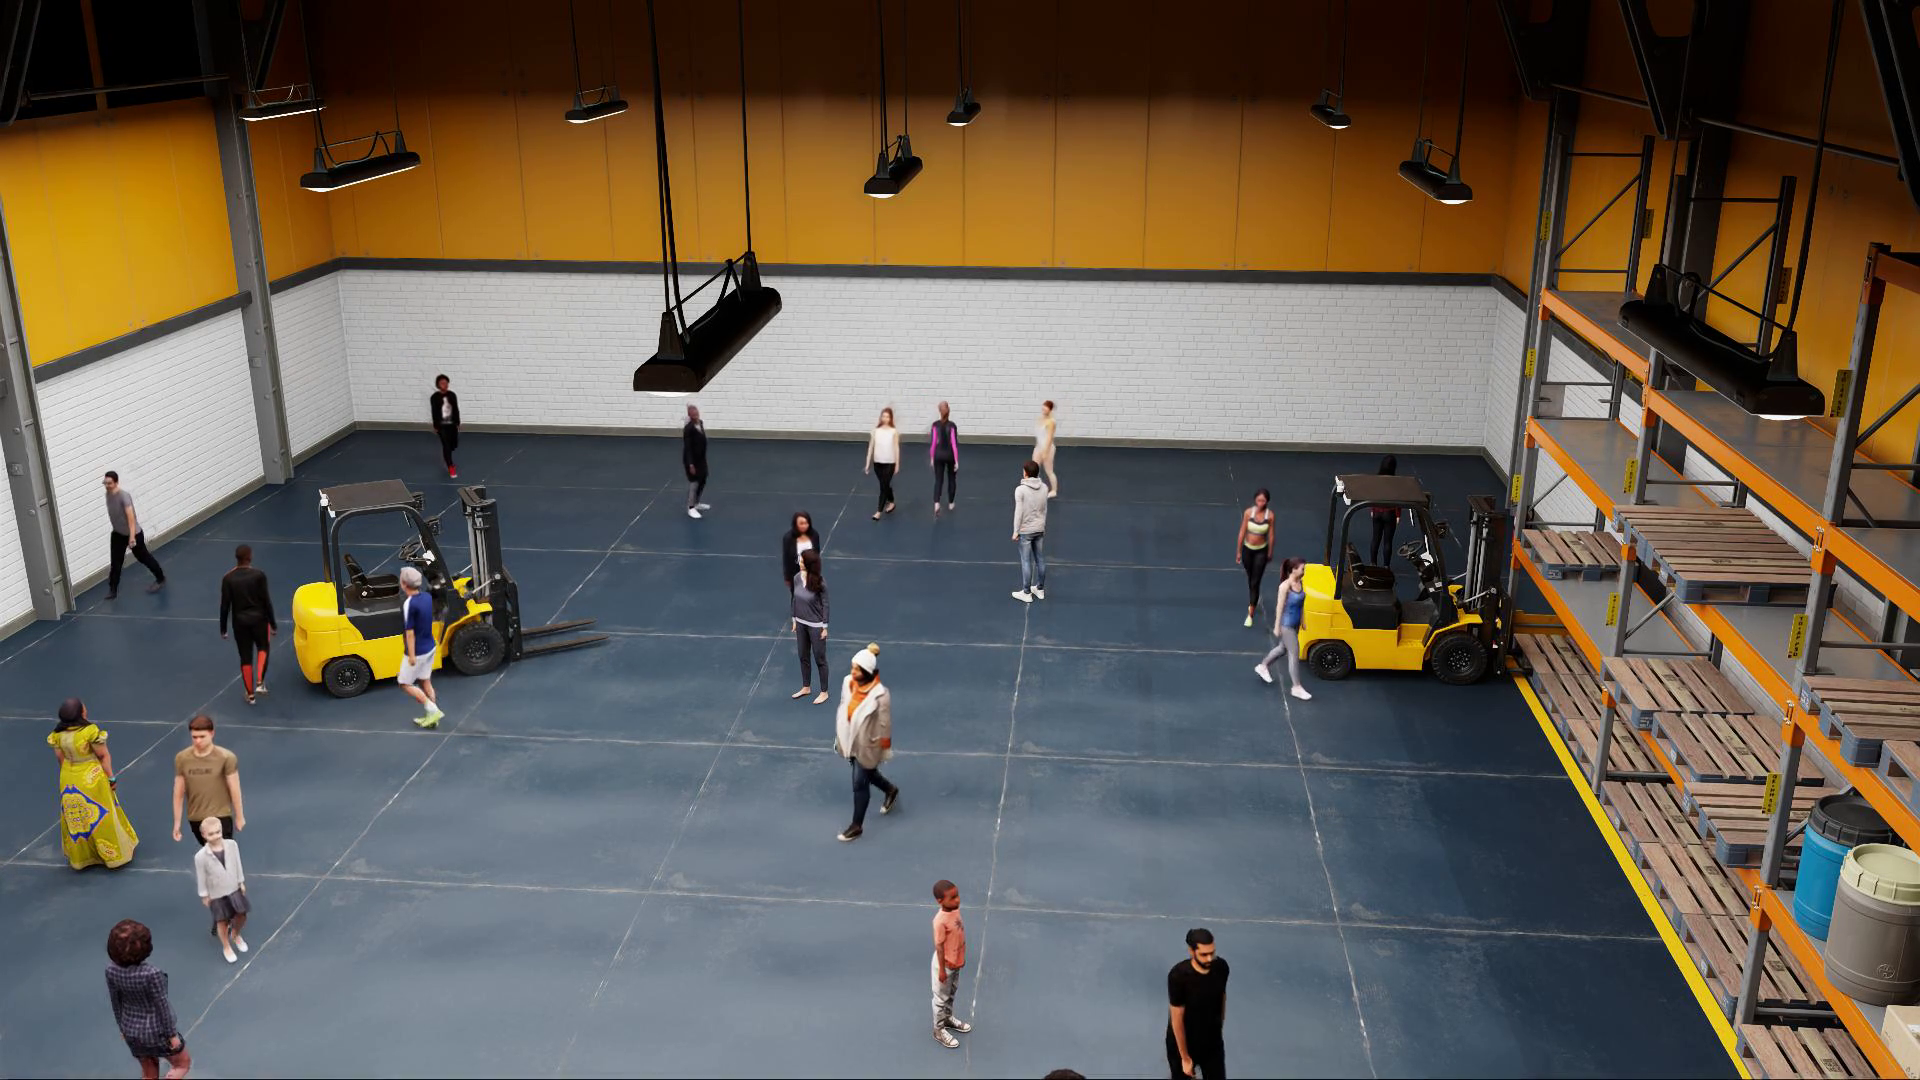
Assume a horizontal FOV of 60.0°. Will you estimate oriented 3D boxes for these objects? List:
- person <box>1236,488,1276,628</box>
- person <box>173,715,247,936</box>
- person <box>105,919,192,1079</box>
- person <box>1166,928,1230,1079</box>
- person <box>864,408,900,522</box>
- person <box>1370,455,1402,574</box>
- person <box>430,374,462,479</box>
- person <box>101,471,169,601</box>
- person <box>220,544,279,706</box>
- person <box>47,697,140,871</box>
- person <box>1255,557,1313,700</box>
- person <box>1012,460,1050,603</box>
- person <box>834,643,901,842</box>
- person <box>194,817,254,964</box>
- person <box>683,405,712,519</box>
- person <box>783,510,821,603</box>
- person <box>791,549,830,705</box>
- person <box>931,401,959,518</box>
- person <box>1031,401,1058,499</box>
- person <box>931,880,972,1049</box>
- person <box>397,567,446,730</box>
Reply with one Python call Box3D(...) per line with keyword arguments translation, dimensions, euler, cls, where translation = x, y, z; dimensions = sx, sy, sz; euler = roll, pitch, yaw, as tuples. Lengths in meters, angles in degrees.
Box3D(translation=(3.681, 0.169, 20.694), dimensions=(0.805, 1.701, 1.235), euler=(7, 20, 20), cls="person")
Box3D(translation=(-6.334, 2.325, 14.112), dimensions=(0.714, 1.817, 1.100), euler=(0, 19, 0), cls="person")
Box3D(translation=(-5.514, 3.367, 11.216), dimensions=(0.681, 1.690, 0.694), euler=(5, 19, 15), cls="person")
Box3D(translation=(1.545, 3.334, 11.241), dimensions=(0.812, 1.737, 0.929), euler=(-7, 20, -21), cls="person")
Box3D(translation=(-1.089, -1.131, 24.608), dimensions=(0.842, 1.668, 1.195), euler=(8, 20, 23), cls="person")
Box3D(translation=(5.679, -0.329, 22.243), dimensions=(0.667, 1.656, 0.693), euler=(15, 24, 38), cls="person")
Box3D(translation=(-8.295, -1.855, 26.769), dimensions=(0.910, 1.660, 1.021), euler=(-11, 21, -29), cls="person")
Box3D(translation=(-10.677, -0.100, 21.467), dimensions=(0.886, 1.718, 1.231), euler=(9, 21, 26), cls="person")
Box3D(translation=(-7.772, 0.944, 18.249), dimensions=(0.851, 1.793, 0.829), euler=(-8, 20, -23), cls="person")
Box3D(translation=(-7.783, 2.165, 14.835), dimensions=(0.838, 1.659, 0.745), euler=(1, 19, 3), cls="person")
Box3D(translation=(3.623, 0.943, 18.591), dimensions=(1.001, 1.577, 1.033), euler=(17, 25, 41), cls="person")
Box3D(translation=(0.915, -0.125, 21.330), dimensions=(0.747, 1.853, 0.797), euler=(-14, 23, -35), cls="person")
Box3D(translation=(-0.833, 1.829, 15.527), dimensions=(1.121, 1.854, 1.253), euler=(17, 25, 41), cls="person")
Box3D(translation=(-6.010, 2.814, 13.521), dimensions=(0.641, 1.267, 0.702), euler=(-16, 24, -39), cls="person")
Box3D(translation=(-3.952, -1.173, 24.638), dimensions=(0.941, 1.728, 0.756), euler=(3, 19, 9), cls="person")
Box3D(translation=(-1.943, 0.382, 20.223), dimensions=(0.835, 1.600, 0.890), euler=(-8, 20, -23), cls="person")
Box3D(translation=(-1.640, 0.927, 18.336), dimensions=(0.687, 1.770, 0.668), euler=(11, 21, 29), cls="person")
Box3D(translation=(-0.253, -1.157, 24.626), dimensions=(0.605, 1.705, 1.104), euler=(3, 19, 8), cls="person")
Box3D(translation=(1.331, -1.372, 25.443), dimensions=(1.014, 1.592, 0.957), euler=(-11, 21, -29), cls="person")
Box3D(translation=(-0.100, 3.142, 12.480), dimensions=(0.606, 1.311, 0.508), euler=(9, 21, 25), cls="person")
Box3D(translation=(-5.637, 1.166, 17.542), dimensions=(0.731, 1.825, 0.619), euler=(3, 19, 9), cls="person")
